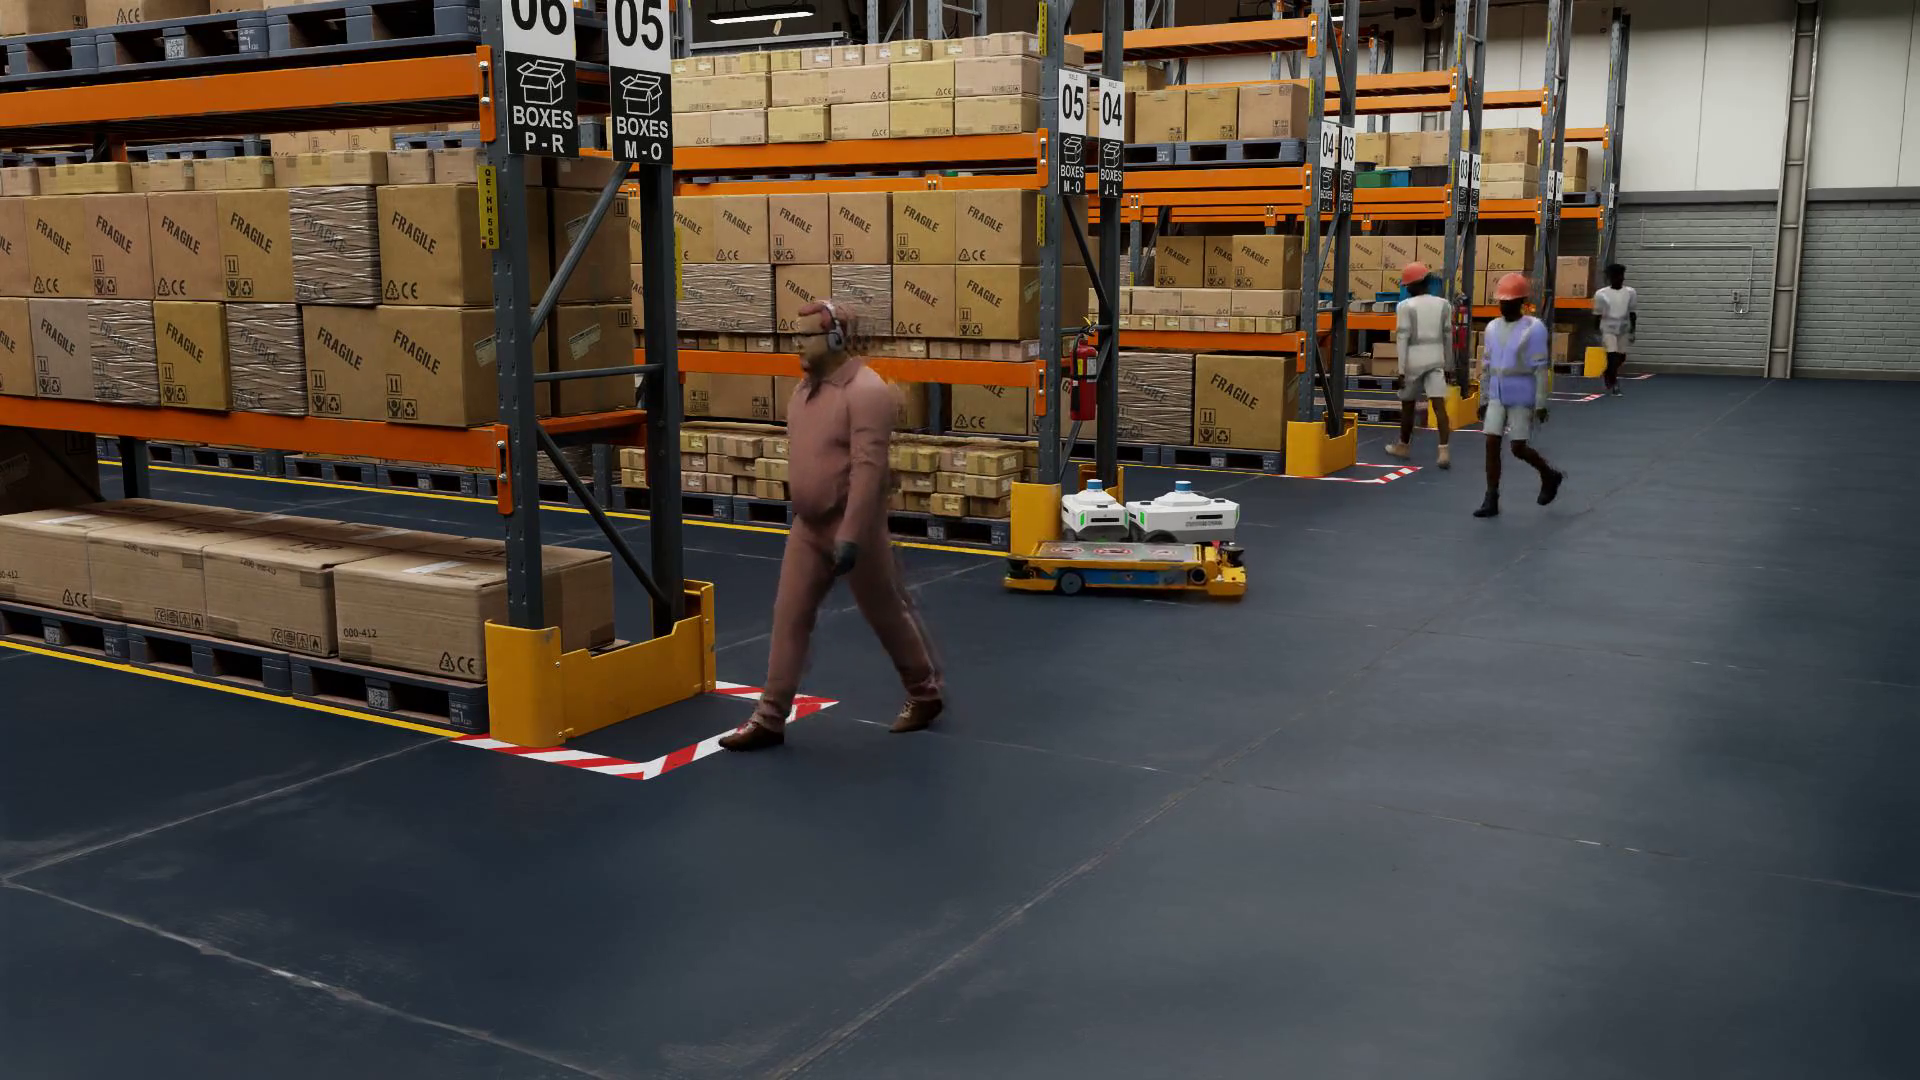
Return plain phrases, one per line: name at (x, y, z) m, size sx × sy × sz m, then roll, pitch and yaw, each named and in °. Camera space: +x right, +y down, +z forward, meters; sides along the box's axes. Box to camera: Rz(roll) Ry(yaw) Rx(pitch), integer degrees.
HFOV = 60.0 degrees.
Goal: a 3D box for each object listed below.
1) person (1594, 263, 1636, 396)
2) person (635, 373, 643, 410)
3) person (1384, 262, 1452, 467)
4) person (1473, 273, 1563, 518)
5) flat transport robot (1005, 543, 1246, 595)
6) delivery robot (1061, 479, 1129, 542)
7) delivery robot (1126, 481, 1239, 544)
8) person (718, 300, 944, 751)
person at (9.531, -3.068, 24.273) m, size 0.641 × 1.929 × 0.689 m, roll 0°, pitch 10°, yaw 1°
person at (-3.100, -1.409, 15.435) m, size 0.318 × 1.629 × 0.508 m, roll 1°, pitch 10°, yaw 4°
person at (4.518, -1.709, 16.217) m, size 0.668 × 1.970 × 1.073 m, roll -2°, pitch 10°, yaw -11°
person at (4.363, -1.127, 12.979) m, size 0.703 × 1.909 × 0.581 m, roll -6°, pitch 12°, yaw -33°
flat transport robot at (1.019, 0.163, 10.204) m, size 1.431 × 0.197 × 0.652 m, roll 1°, pitch 10°, yaw 7°
delivery robot at (0.883, -0.156, 10.967) m, size 0.477 × 0.478 × 0.707 m, roll -1°, pitch 10°, yaw -7°
delivery robot at (1.458, -0.143, 10.890) m, size 0.707 × 0.478 × 0.477 m, roll -2°, pitch 10°, yaw -13°
person at (-0.490, -0.063, 6.916) m, size 1.008 × 1.858 × 0.654 m, roll -9°, pitch 13°, yaw -42°
